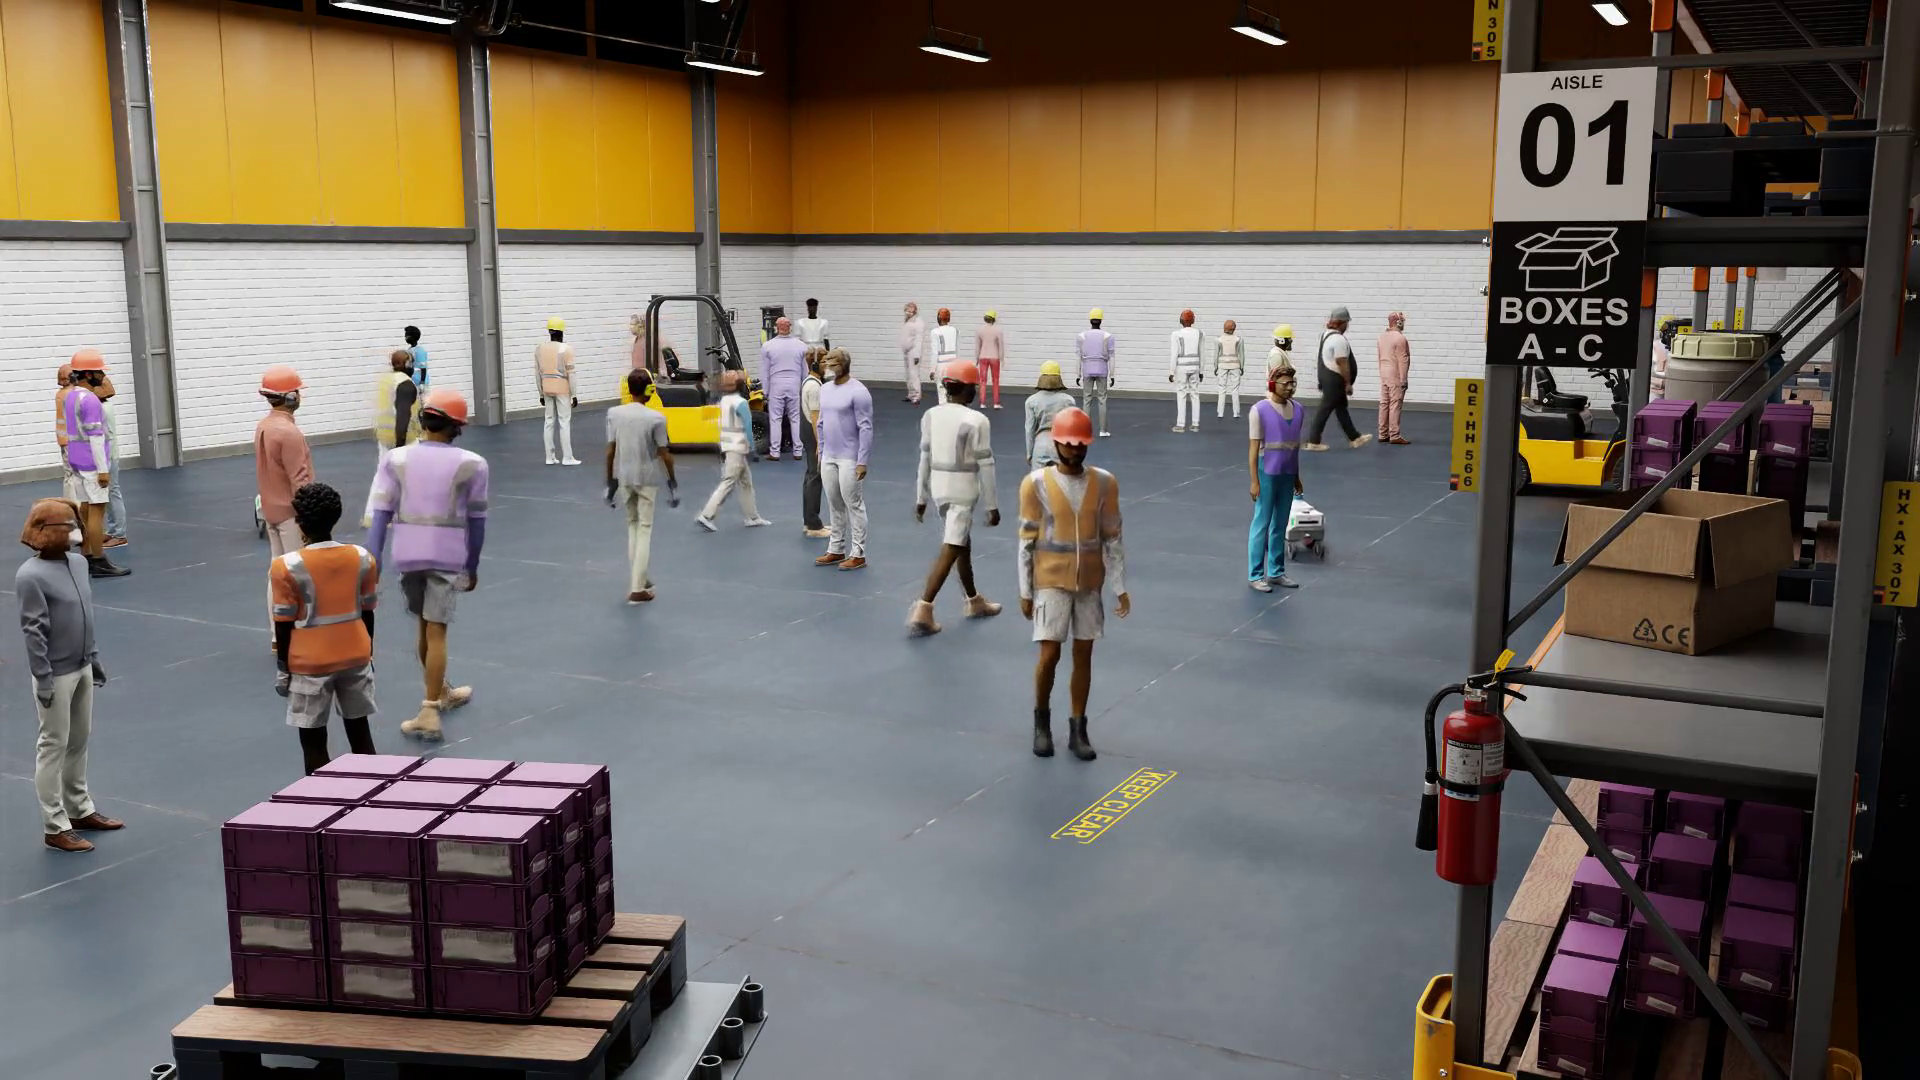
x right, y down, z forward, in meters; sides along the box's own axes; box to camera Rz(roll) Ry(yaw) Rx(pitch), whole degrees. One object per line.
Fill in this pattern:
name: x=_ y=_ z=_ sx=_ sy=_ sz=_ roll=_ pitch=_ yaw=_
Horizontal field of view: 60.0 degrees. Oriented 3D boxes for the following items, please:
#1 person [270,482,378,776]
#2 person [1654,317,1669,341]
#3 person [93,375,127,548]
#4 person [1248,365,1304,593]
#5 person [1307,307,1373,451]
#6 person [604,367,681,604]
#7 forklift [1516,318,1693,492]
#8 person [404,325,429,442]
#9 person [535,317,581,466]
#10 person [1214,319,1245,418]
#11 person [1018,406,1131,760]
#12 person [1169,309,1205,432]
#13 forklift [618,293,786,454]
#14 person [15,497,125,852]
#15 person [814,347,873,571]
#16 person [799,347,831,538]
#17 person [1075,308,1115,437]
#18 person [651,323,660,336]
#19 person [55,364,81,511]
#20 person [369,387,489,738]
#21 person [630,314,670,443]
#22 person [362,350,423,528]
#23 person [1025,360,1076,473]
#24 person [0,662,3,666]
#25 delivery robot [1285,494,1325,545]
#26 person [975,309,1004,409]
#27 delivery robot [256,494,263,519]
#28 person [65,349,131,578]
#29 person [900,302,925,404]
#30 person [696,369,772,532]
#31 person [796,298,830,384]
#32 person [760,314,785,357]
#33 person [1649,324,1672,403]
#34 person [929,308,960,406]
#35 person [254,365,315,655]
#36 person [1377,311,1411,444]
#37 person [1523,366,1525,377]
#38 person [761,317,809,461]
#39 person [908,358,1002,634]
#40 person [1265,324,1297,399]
person: x=-2.951 y=0.573 z=7.778 sx=0.322 sy=1.689 sz=0.530 roll=7 pitch=12 yaw=36
person: x=10.614 y=-2.456 z=25.050 sx=0.421 sy=1.791 sz=0.676 roll=9 pitch=13 yaw=43
person: x=-8.012 y=-0.747 z=15.566 sx=0.286 sy=1.636 sz=0.499 roll=-8 pitch=12 yaw=-37
person: x=2.561 y=-0.507 z=13.572 sx=0.570 sy=1.843 sz=0.372 roll=-7 pitch=12 yaw=-37
person: x=5.306 y=-2.248 z=23.090 sx=1.013 sy=2.000 sz=0.705 roll=0 pitch=10 yaw=-3
person: x=-2.469 y=-0.442 z=13.167 sx=0.566 sy=1.849 sz=0.691 roll=3 pitch=10 yaw=17
forklift: x=7.066 y=-1.601 z=18.899 sx=2.313 sy=2.155 sz=1.214 roll=5 pitch=11 yaw=27
person: x=-7.924 y=-2.278 z=24.254 sx=0.317 sy=1.697 sz=0.540 roll=-8 pitch=13 yaw=-38
person: x=-5.198 y=-1.915 z=21.488 sx=0.588 sy=1.927 sz=0.371 roll=3 pitch=10 yaw=19
person: x=4.476 y=-2.842 z=27.680 sx=0.514 sy=1.642 sz=0.310 roll=2 pitch=10 yaw=11
person: x=0.614 y=0.232 z=9.054 sx=0.573 sy=1.932 sz=0.384 roll=-2 pitch=10 yaw=-13
person: x=3.482 y=-2.589 z=25.519 sx=0.585 sy=1.882 sz=0.337 roll=-4 pitch=10 yaw=-20
forklift: x=-3.588 y=-2.317 z=23.042 sx=2.313 sy=2.155 sz=1.214 roll=-1 pitch=10 yaw=-5
person: x=-4.139 y=0.611 z=7.707 sx=0.286 sy=1.636 sz=0.497 roll=0 pitch=10 yaw=0
person: x=-1.021 y=-0.705 z=14.457 sx=0.354 sy=1.936 sz=0.635 roll=-10 pitch=14 yaw=-44
person: x=-1.384 y=-0.943 z=16.098 sx=0.332 sy=1.844 sz=0.518 roll=-2 pitch=10 yaw=-12
person: x=2.020 y=-2.490 z=24.818 sx=0.594 sy=1.924 sz=0.373 roll=2 pitch=10 yaw=11
person: x=-4.592 y=-2.337 z=24.553 sx=0.516 sy=1.702 sz=0.922 roll=7 pitch=12 yaw=37
person: x=-8.976 y=-0.964 z=16.850 sx=0.312 sy=1.632 sz=0.518 roll=-9 pitch=13 yaw=-41
person: x=-3.056 y=0.121 z=9.615 sx=0.629 sy=1.980 sz=0.884 roll=0 pitch=10 yaw=0
person: x=-4.556 y=-2.287 z=23.820 sx=0.793 sy=1.869 sz=0.653 roll=-5 pitch=11 yaw=-28
person: x=-5.616 y=-1.017 z=16.747 sx=0.948 sy=1.771 sz=0.684 roll=-9 pitch=14 yaw=-43
person: x=0.857 y=-0.824 z=15.721 sx=0.485 sy=1.740 sz=0.304 roll=0 pitch=10 yaw=2
person: x=-6.740 y=0.079 z=10.890 sx=0.598 sy=1.634 sz=0.520 roll=0 pitch=10 yaw=2
delivery robot: x=3.071 y=-0.188 z=15.190 sx=0.477 sy=0.478 sz=0.707 roll=-1 pitch=10 yaw=-7
person: x=0.527 y=-3.179 z=29.274 sx=0.532 sy=1.766 sz=0.326 roll=3 pitch=10 yaw=16
delivery robot: x=-6.696 y=-0.390 z=16.344 sx=0.477 sy=0.478 sz=0.707 roll=-2 pitch=10 yaw=-15
person: x=-7.359 y=-0.650 z=14.133 sx=0.375 sy=1.939 sz=0.546 roll=-9 pitch=13 yaw=-43
person: x=-0.886 y=-3.398 z=30.255 sx=0.473 sy=1.870 sz=0.750 roll=-6 pitch=11 yaw=-29
person: x=-2.266 y=-0.884 z=16.470 sx=0.809 sy=1.608 sz=0.527 roll=-5 pitch=11 yaw=-28
person: x=-2.609 y=-3.307 z=29.467 sx=0.622 sy=1.956 sz=0.383 roll=0 pitch=10 yaw=-3
person: x=-2.900 y=-2.711 z=26.357 sx=0.430 sy=1.840 sz=0.625 roll=-8 pitch=13 yaw=-38
person: x=9.351 y=-1.973 z=22.073 sx=0.634 sy=1.841 sz=0.429 roll=3 pitch=10 yaw=14
person: x=-0.241 y=-2.702 z=26.177 sx=0.575 sy=1.883 sz=0.362 roll=-8 pitch=13 yaw=-40
person: x=-4.528 y=-0.181 z=11.247 sx=0.375 sy=1.996 sz=0.622 roll=-9 pitch=14 yaw=-43
person: x=6.278 y=-2.338 z=23.986 sx=0.410 sy=1.913 sz=0.643 roll=-3 pitch=10 yaw=-17
person: x=8.222 y=-2.435 z=24.555 sx=0.712 sy=1.919 sz=0.629 roll=-1 pitch=10 yaw=-5
person: x=-2.322 y=-1.998 z=22.057 sx=0.639 sy=1.900 sz=0.401 roll=-3 pitch=10 yaw=-18
person: x=-0.048 y=-0.327 z=12.128 sx=0.632 sy=1.996 sz=1.054 roll=9 pitch=13 yaw=43
person: x=4.134 y=-1.858 z=21.423 sx=0.403 sy=1.836 sz=0.588 roll=2 pitch=10 yaw=11
